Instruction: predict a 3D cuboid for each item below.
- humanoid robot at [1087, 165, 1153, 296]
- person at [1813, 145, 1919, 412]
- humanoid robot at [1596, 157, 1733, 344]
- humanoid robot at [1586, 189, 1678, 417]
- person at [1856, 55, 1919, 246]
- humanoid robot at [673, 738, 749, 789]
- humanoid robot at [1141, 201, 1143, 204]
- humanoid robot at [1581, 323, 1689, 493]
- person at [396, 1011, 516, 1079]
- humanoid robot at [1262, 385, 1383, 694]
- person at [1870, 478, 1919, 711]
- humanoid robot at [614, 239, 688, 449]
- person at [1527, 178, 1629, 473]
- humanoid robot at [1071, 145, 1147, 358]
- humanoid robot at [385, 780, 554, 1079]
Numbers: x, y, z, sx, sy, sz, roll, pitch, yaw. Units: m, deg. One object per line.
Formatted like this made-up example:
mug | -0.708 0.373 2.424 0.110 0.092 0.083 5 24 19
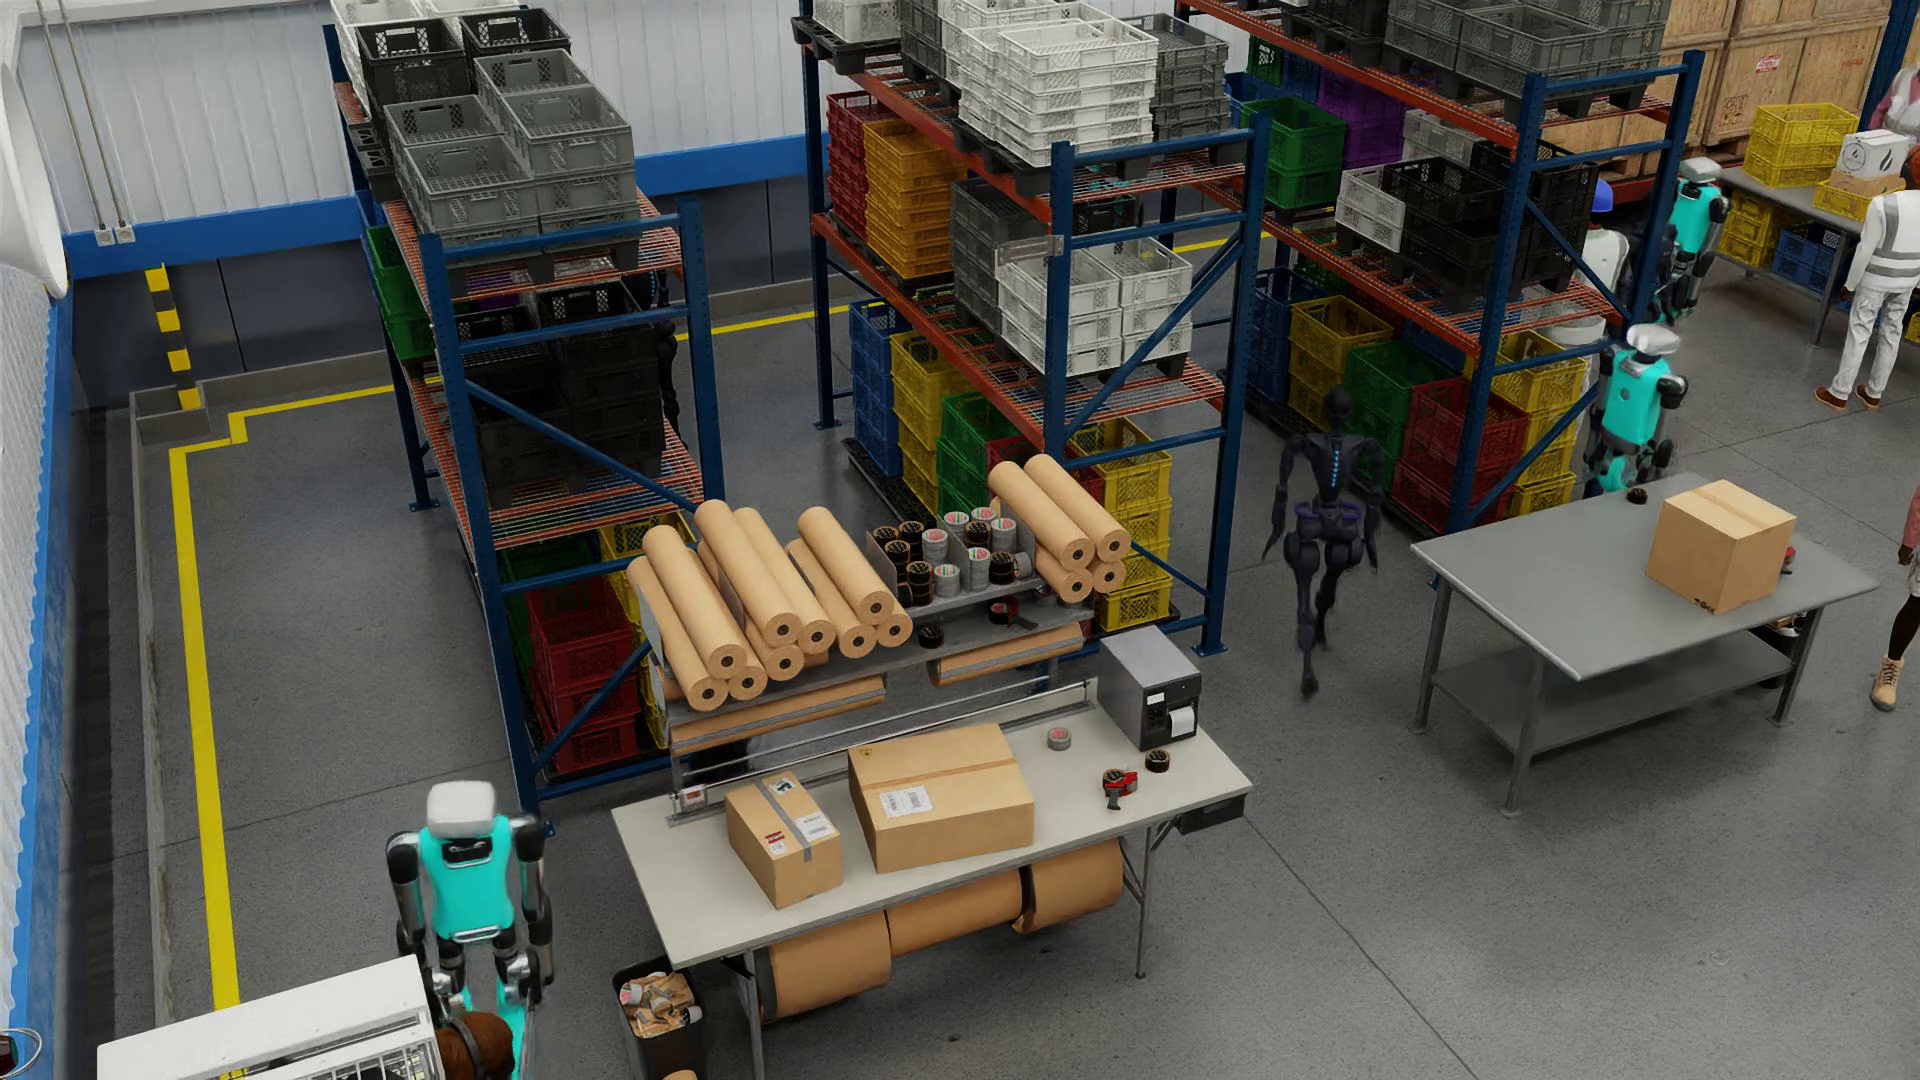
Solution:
humanoid robot | 1.181 -2.218 12.198 0.551 1.822 0.709 21 37 30
person | 6.280 -1.753 11.279 0.573 1.882 0.356 -2 32 -3
humanoid robot | 4.673 -1.727 11.278 0.736 1.692 0.530 -10 33 -16
humanoid robot | 4.544 -1.544 11.130 0.585 1.656 0.333 -20 37 -29
person | 7.841 -3.286 13.865 0.895 1.787 0.597 -15 35 -23
humanoid robot | -0.999 0.887 7.248 0.756 1.648 0.592 2 32 3
humanoid robot | 1.091 -2.291 12.332 0.599 1.659 0.315 18 36 26
humanoid robot | 3.889 -0.411 9.288 0.878 1.825 0.546 -16 35 -24
person | -1.394 2.121 5.040 0.431 1.835 0.619 -26 40 -36
humanoid robot | 1.916 -0.022 8.728 0.610 1.623 0.793 2 32 3
person | 5.023 0.017 8.266 0.607 2.035 0.407 12 34 19
humanoid robot | -2.036 -1.279 10.689 0.315 1.657 0.599 19 36 28
person | 3.869 -1.345 10.554 0.601 1.948 0.382 -18 36 -26
humanoid robot | 0.925 -2.000 11.810 0.538 1.773 0.745 -12 34 -18
humanoid robot | -1.616 1.742 5.798 0.567 1.822 0.810 -10 33 -16
